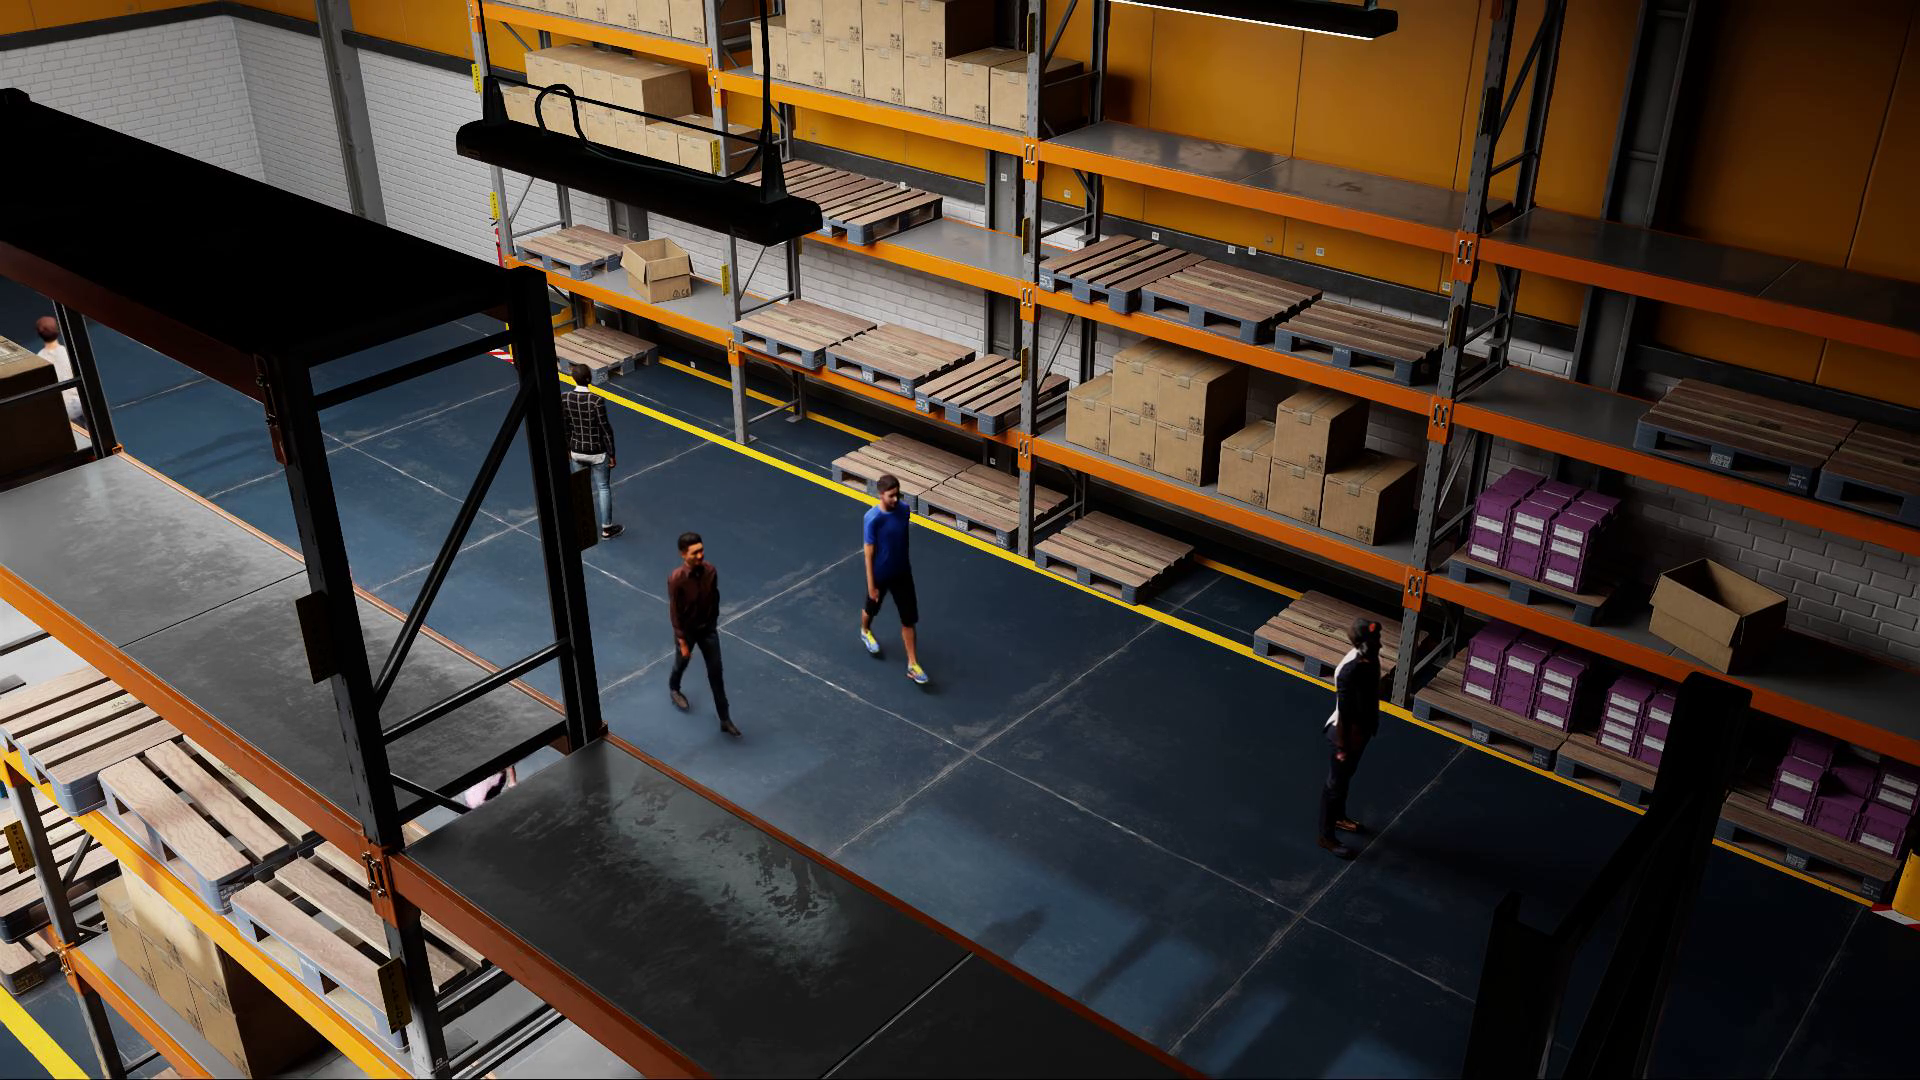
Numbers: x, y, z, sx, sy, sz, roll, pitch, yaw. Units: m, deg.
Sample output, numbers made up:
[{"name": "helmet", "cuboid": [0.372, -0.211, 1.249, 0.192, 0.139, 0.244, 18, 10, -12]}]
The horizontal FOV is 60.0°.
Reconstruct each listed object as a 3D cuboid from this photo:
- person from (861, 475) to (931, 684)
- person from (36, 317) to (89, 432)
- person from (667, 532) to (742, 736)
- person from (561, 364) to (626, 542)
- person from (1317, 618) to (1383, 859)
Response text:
[{"name": "person", "cuboid": [-0.664, 0.262, 14.159, 0.899, 1.818, 1.311, -17, 33, -28]}, {"name": "person", "cuboid": [-9.114, -1.370, 17.089, 0.747, 1.877, 0.711, -15, 32, -25]}, {"name": "person", "cuboid": [-2.202, 0.711, 13.416, 0.812, 1.741, 1.209, -21, 35, -33]}, {"name": "person", "cuboid": [-3.622, -0.863, 16.219, 0.657, 1.820, 0.810, 6, 29, 12]}, {"name": "person", "cuboid": [2.822, 1.385, 12.022, 0.642, 1.893, 0.718, 16, 32, 27]}]
